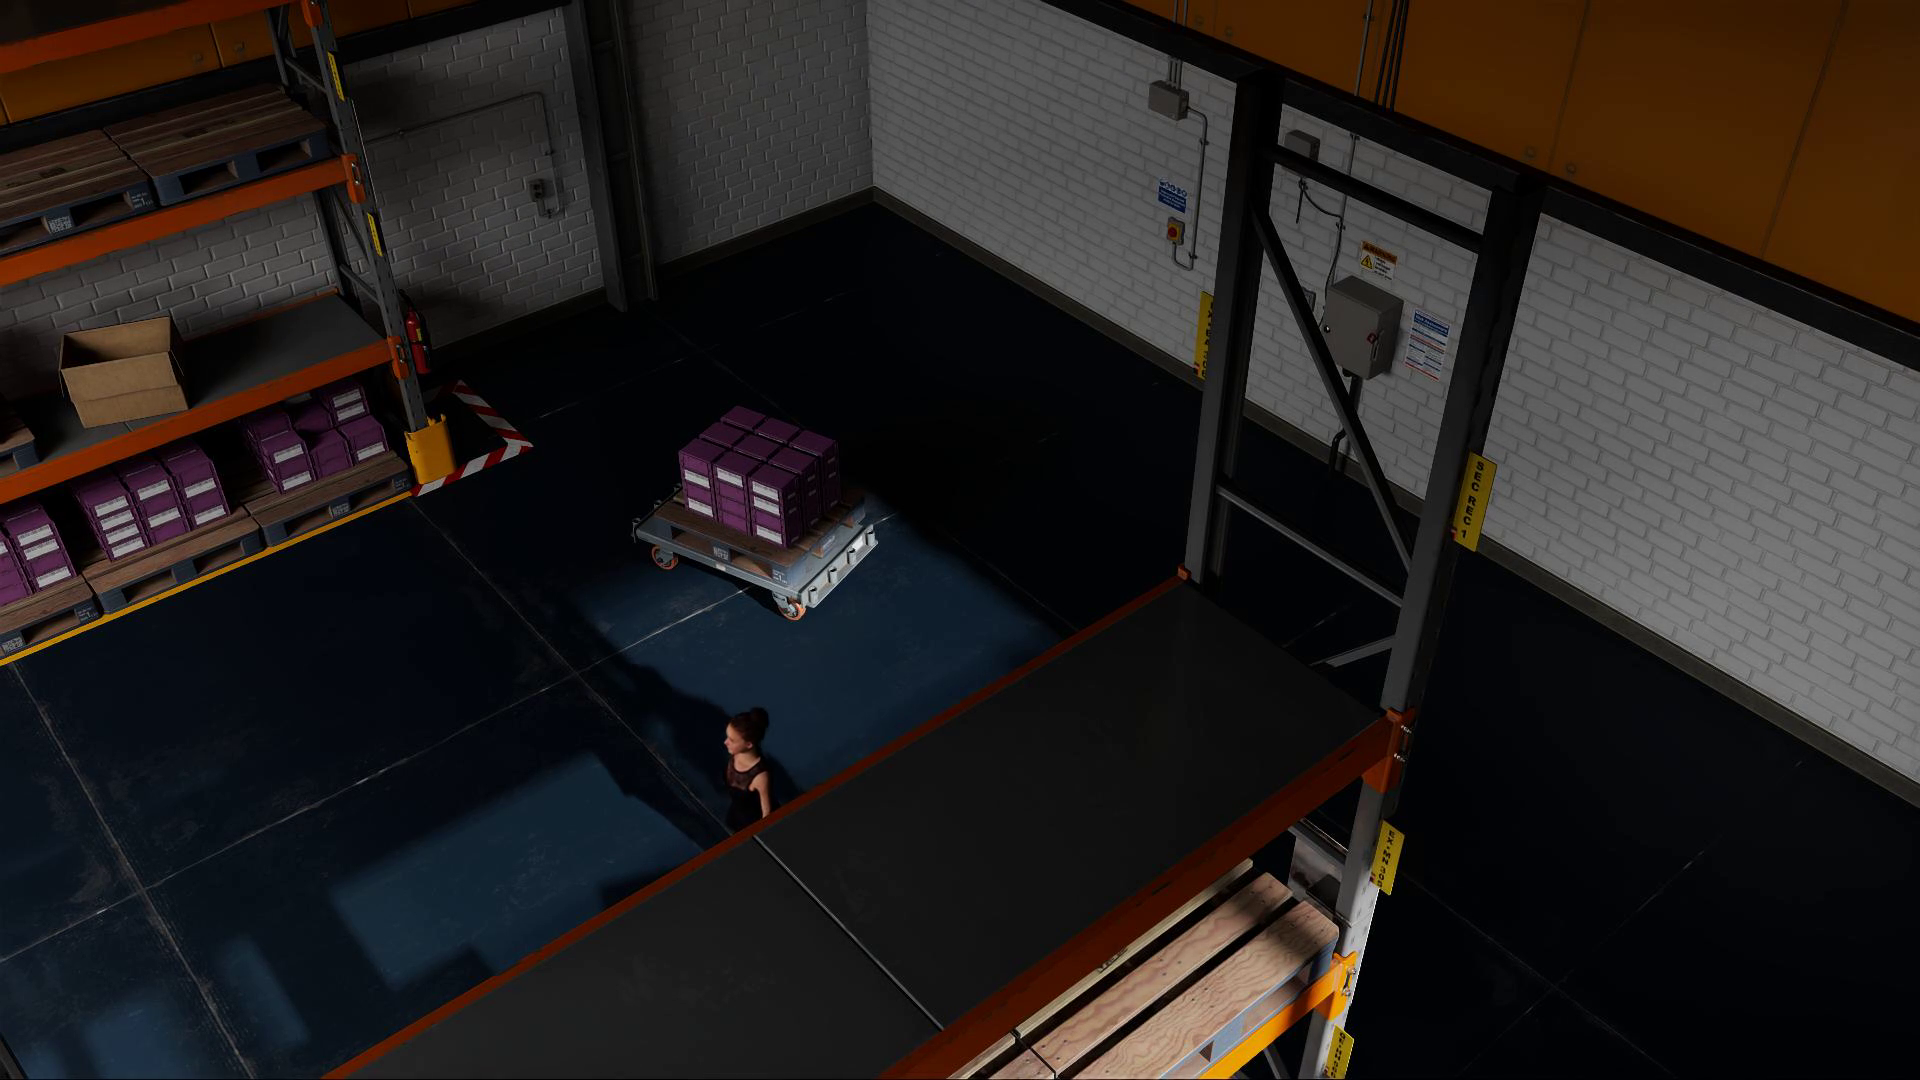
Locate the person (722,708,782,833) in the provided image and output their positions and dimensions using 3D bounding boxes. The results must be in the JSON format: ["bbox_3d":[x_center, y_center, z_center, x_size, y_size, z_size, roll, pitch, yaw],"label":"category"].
[{"bbox_3d":[-1.163,1.590,9.496,0.598,1.672,0.605,-21,43,-24],"label":"person"}]
